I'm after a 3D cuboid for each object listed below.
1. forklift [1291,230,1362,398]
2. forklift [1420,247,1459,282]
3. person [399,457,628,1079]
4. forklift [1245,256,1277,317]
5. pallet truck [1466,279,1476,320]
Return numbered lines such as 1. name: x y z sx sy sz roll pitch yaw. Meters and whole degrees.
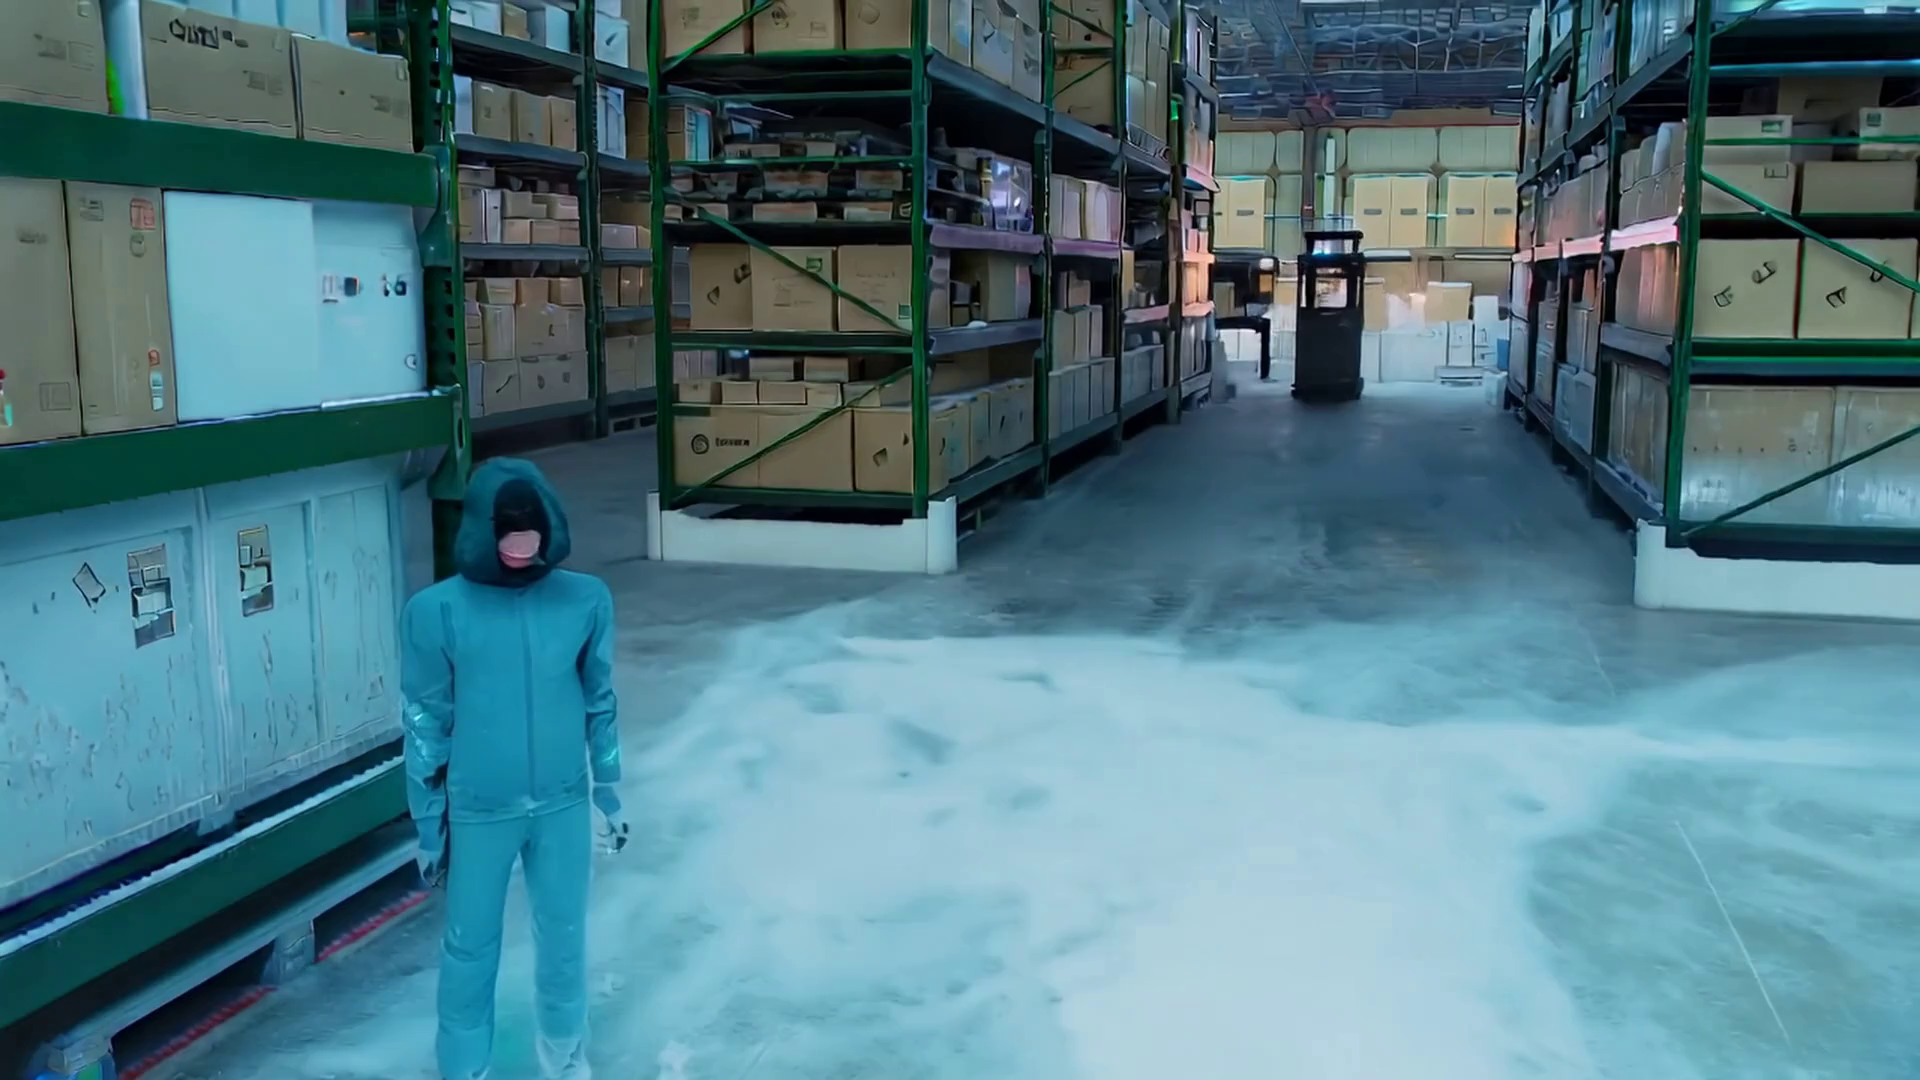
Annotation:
1. forklift: 6.329 -3.879 28.417 1.129 2.768 1.873 2 9 15
2. forklift: 12.539 -6.285 43.706 1.129 2.768 1.873 6 11 34
3. person: -0.994 0.624 3.758 0.503 1.633 0.280 -7 11 -37
4. forklift: 10.975 -8.911 60.386 1.129 2.768 1.873 2 9 15
5. pallet truck: 18.896 -8.459 60.307 1.885 1.965 0.823 5 10 31
